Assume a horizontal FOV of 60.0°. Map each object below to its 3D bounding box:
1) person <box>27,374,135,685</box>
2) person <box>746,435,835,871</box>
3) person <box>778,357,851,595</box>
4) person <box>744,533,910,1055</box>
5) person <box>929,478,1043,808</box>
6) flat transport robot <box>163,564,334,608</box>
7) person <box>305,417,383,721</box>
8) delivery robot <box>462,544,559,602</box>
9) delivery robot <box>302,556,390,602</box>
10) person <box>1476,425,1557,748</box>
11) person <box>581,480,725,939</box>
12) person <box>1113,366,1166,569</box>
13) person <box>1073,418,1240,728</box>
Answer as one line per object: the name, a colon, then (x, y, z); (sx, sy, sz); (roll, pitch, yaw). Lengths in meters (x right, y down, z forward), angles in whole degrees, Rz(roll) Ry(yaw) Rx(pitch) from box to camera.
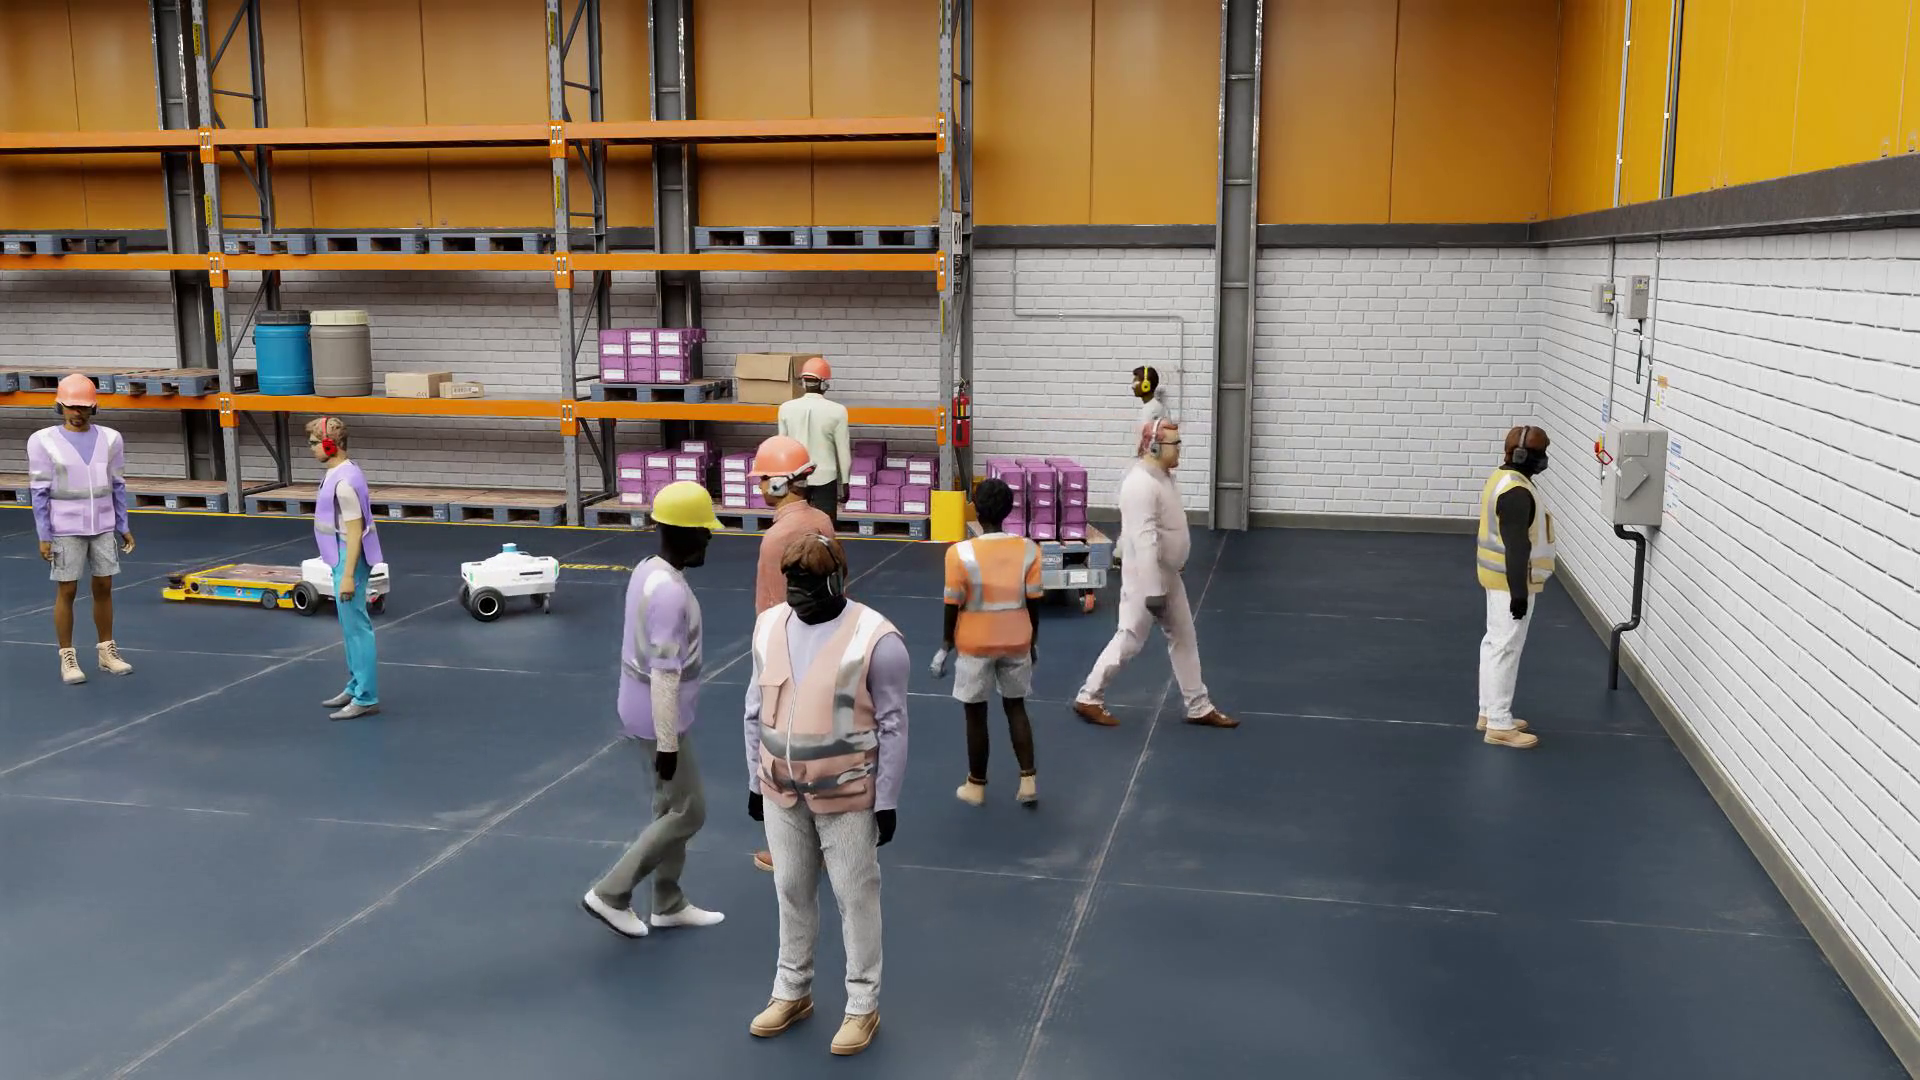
person: (-5.775, -0.078, 10.988); (0.392, 2.035, 0.605); (8, 12, 38)
person: (-0.769, 0.515, 7.595); (0.401, 1.989, 0.623); (3, 10, 16)
person: (-1.190, -0.509, 13.724); (0.633, 1.982, 0.424); (2, 10, 11)
person: (-0.494, 0.884, 5.858); (0.633, 1.841, 0.429); (5, 11, 26)
person: (0.153, 0.530, 8.400); (0.568, 1.697, 0.325); (-4, 10, -23)
flat transport robot: (-5.693, 0.363, 13.585); (1.431, 0.197, 0.652); (3, 10, 17)
person: (-3.715, 0.169, 10.107); (0.396, 1.837, 0.565); (-4, 10, -24)
delivery robot: (-3.510, 0.272, 13.007); (0.707, 0.478, 0.477); (-5, 11, -26)
delivery robot: (-4.800, 0.274, 13.000); (0.707, 0.478, 0.477); (6, 11, 32)
person: (3.199, 0.256, 9.587); (0.428, 1.840, 0.631); (2, 10, 11)
person: (-1.209, 0.705, 6.736); (0.548, 1.905, 0.626); (-3, 10, -18)
person: (1.546, -0.609, 14.709); (0.886, 1.833, 0.559); (2, 10, 9)
person: (1.141, 0.205, 9.839); (0.963, 1.863, 0.658); (4, 10, 21)
